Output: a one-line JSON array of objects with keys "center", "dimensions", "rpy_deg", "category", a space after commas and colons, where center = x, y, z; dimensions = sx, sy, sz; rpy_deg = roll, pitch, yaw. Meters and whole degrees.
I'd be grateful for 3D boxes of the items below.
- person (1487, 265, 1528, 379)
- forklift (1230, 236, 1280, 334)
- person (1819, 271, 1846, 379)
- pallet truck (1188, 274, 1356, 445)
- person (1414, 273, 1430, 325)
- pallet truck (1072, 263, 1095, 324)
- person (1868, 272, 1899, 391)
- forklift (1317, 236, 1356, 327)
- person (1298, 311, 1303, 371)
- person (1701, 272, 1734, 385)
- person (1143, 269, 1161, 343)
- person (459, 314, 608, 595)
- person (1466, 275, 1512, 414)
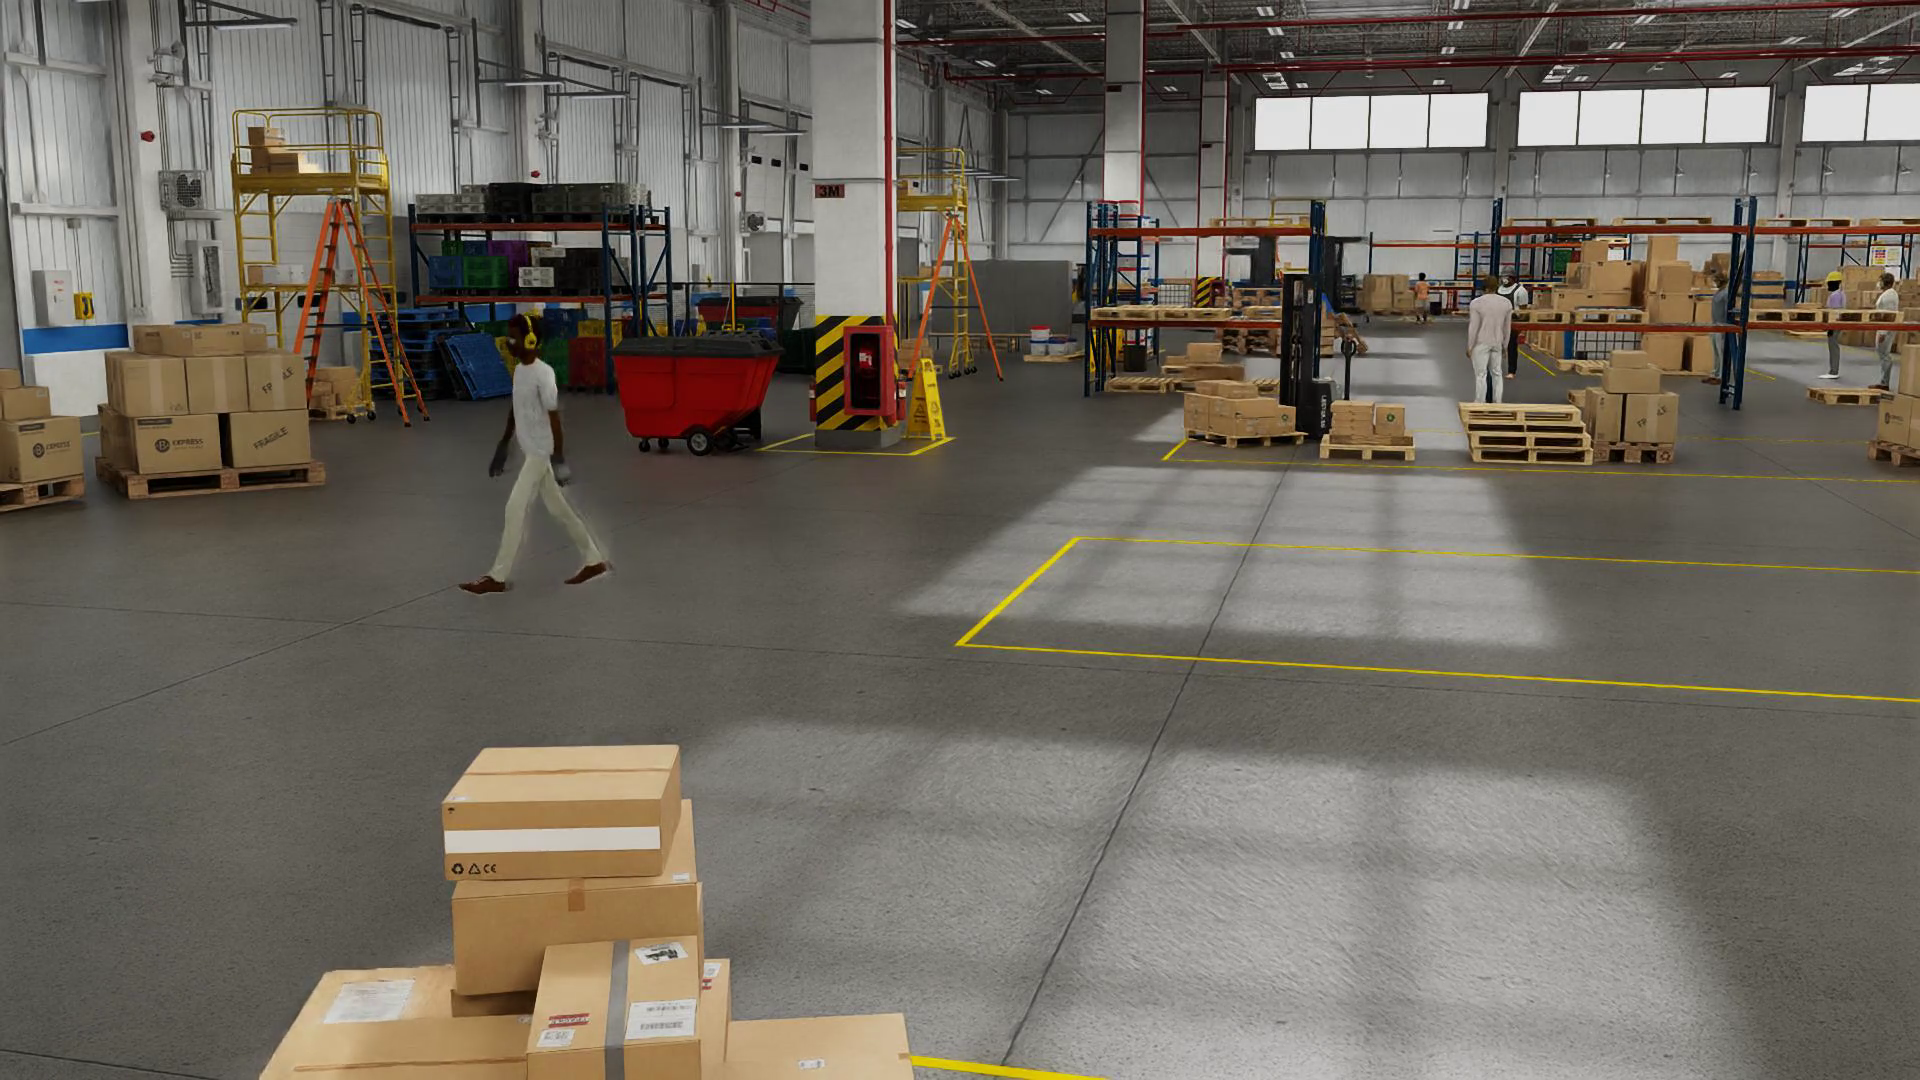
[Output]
[{"center": [9.776, -3.901, 29.839], "dimensions": [0.538, 2.000, 0.681], "rpy_deg": [-9, 13, -41], "category": "person"}, {"center": [8.545, -7.098, 46.196], "dimensions": [1.873, 2.768, 1.129], "rpy_deg": [4, 10, 22], "category": "forklift"}, {"center": [15.703, -3.859, 29.929], "dimensions": [0.385, 1.925, 0.591], "rpy_deg": [6, 12, 33], "category": "person"}, {"center": [3.653, -2.138, 19.590], "dimensions": [1.885, 1.965, 0.823], "rpy_deg": [-4, 10, -20], "category": "pallet truck"}, {"center": [15.018, -7.848, 54.108], "dimensions": [0.537, 1.693, 0.319], "rpy_deg": [-3, 10, -18], "category": "person"}, {"center": [4.325, -8.180, 55.162], "dimensions": [0.823, 1.965, 1.885], "rpy_deg": [6, 11, 31], "category": "pallet truck"}, {"center": [15.110, -3.397, 27.174], "dimensions": [0.355, 1.938, 0.634], "rpy_deg": [6, 11, 31], "category": "person"}, {"center": [11.194, -7.982, 51.404], "dimensions": [1.873, 2.768, 1.129], "rpy_deg": [-2, 10, -14], "category": "forklift"}, {"center": [6.673, -4.097, 31.893], "dimensions": [0.320, 1.738, 0.486], "rpy_deg": [6, 11, 33], "category": "person"}, {"center": [13.048, -3.627, 28.540], "dimensions": [0.376, 1.936, 0.627], "rpy_deg": [1, 10, 4], "category": "person"}, {"center": [4.645, -5.967, 42.457], "dimensions": [0.961, 1.902, 0.545], "rpy_deg": [-2, 10, -13], "category": "person"}, {"center": [-2.774, -0.563, 10.860], "dimensions": [1.002, 1.822, 0.504], "rpy_deg": [-5, 11, -27], "category": "person"}, {"center": [7.270, -2.671, 22.898], "dimensions": [0.635, 1.937, 0.352], "rpy_deg": [-2, 10, -12], "category": "person"}]
